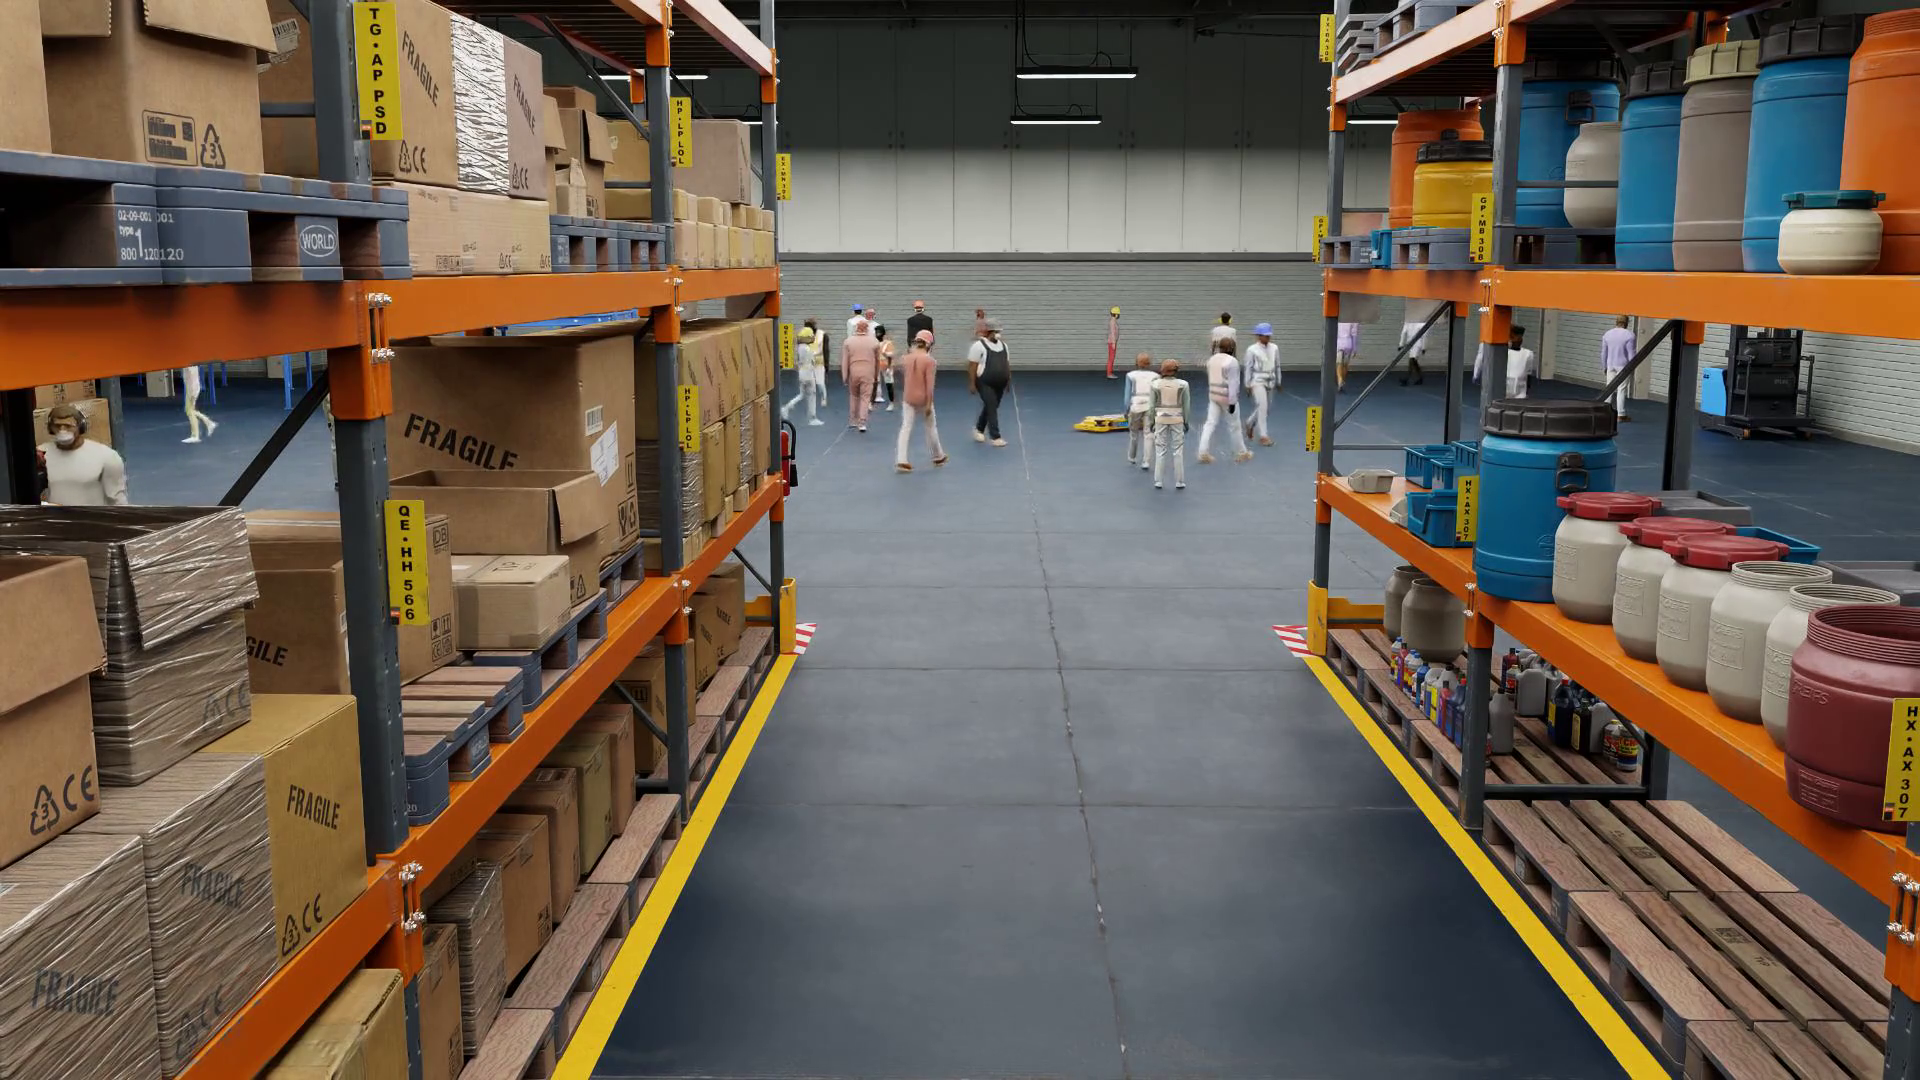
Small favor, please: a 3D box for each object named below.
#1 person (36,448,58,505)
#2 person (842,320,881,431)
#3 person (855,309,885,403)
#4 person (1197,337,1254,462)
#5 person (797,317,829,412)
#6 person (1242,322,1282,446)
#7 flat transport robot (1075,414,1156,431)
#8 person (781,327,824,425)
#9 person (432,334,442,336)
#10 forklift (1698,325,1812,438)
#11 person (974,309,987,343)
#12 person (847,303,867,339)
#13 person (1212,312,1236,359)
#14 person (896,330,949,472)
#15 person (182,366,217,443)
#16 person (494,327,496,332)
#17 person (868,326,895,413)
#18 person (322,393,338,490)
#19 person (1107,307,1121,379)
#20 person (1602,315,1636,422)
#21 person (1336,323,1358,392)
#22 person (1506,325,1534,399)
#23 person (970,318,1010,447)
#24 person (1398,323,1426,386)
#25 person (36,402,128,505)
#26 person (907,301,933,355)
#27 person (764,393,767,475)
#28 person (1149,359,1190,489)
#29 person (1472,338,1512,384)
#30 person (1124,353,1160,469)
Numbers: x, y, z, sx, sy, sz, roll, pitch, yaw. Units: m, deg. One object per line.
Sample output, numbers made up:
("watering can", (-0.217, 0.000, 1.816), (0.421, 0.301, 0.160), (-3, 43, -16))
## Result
("person", (-4.917, 0.440, 8.881), (0.572, 1.883, 0.358), (0, 9, 1))
("person", (-1.662, -2.805, 28.389), (0.649, 1.856, 0.993), (1, 9, 4))
("person", (-1.816, -3.762, 33.983), (0.643, 1.908, 0.407), (2, 10, 11))
("person", (3.794, -2.010, 23.847), (0.984, 1.790, 0.647), (-6, 11, -33))
("person", (-2.814, -3.386, 32.002), (0.636, 1.820, 0.616), (1, 10, 7))
("person", (4.738, -2.482, 26.286), (0.610, 1.920, 0.829), (-6, 11, -31))
("flat transport robot", (2.728, -2.030, 28.625), (1.431, 0.197, 0.652), (-7, 12, -35))
("person", (-2.766, -2.879, 29.246), (0.667, 1.727, 0.494), (-4, 10, -25))
("person", (-8.964, -2.827, 28.602), (0.524, 1.834, 0.614), (-1, 10, -8))
("forklift", (13.248, -3.165, 27.620), (1.129, 2.768, 1.873), (0, 9, 1))
("person", (0.525, -5.157, 43.129), (0.309, 1.641, 0.513), (5, 11, 27))
("person", (-2.281, -4.376, 37.547), (0.605, 1.944, 0.403), (-5, 11, -28))
("person", (5.390, -3.746, 34.057), (0.535, 1.850, 0.633), (4, 10, 24))
("person", (-0.548, -1.915, 22.872), (0.593, 1.919, 1.111), (6, 11, 32))
("person", (-12.166, -2.363, 26.434), (0.434, 1.617, 0.512), (-3, 10, -20))
("person", (-7.662, -2.641, 27.175), (0.357, 1.938, 0.542), (9, 13, 42))
("person", (-1.509, -3.251, 31.670), (0.541, 1.646, 0.868), (5, 11, 28))
("person", (-7.710, -1.540, 20.890), (0.590, 1.833, 0.404), (3, 10, 17))
("person", (3.797, -4.847, 40.929), (0.341, 1.757, 0.518), (1, 10, 7))
("person", (11.874, -3.113, 29.997), (0.369, 1.938, 0.630), (-7, 12, -34))
("person", (8.433, -4.253, 36.653), (0.612, 2.013, 0.919), (1, 10, 8))
("person", (8.104, -2.162, 24.316), (0.612, 1.931, 0.875), (0, 9, 3))
("person", (0.449, -2.516, 26.242), (0.682, 2.000, 0.964), (-8, 12, -39))
("person", (10.574, -4.533, 38.707), (1.049, 1.880, 0.551), (-8, 12, -38))
("person", (-6.006, 0.028, 11.267), (0.633, 1.911, 0.811), (-1, 10, -5))
("person", (-0.908, -4.432, 37.762), (0.611, 1.985, 0.393), (-2, 10, -14))
("person", (-2.510, -1.345, 19.763), (0.595, 1.834, 1.010), (9, 13, 42))
("person", (2.645, -1.465, 21.030), (0.516, 1.636, 0.314), (2, 10, 11))
("person", (9.108, -2.804, 28.380), (0.656, 1.854, 0.987), (-1, 10, -7))
("person", (2.529, -1.797, 23.148), (0.530, 1.577, 0.896), (0, 9, -3))
